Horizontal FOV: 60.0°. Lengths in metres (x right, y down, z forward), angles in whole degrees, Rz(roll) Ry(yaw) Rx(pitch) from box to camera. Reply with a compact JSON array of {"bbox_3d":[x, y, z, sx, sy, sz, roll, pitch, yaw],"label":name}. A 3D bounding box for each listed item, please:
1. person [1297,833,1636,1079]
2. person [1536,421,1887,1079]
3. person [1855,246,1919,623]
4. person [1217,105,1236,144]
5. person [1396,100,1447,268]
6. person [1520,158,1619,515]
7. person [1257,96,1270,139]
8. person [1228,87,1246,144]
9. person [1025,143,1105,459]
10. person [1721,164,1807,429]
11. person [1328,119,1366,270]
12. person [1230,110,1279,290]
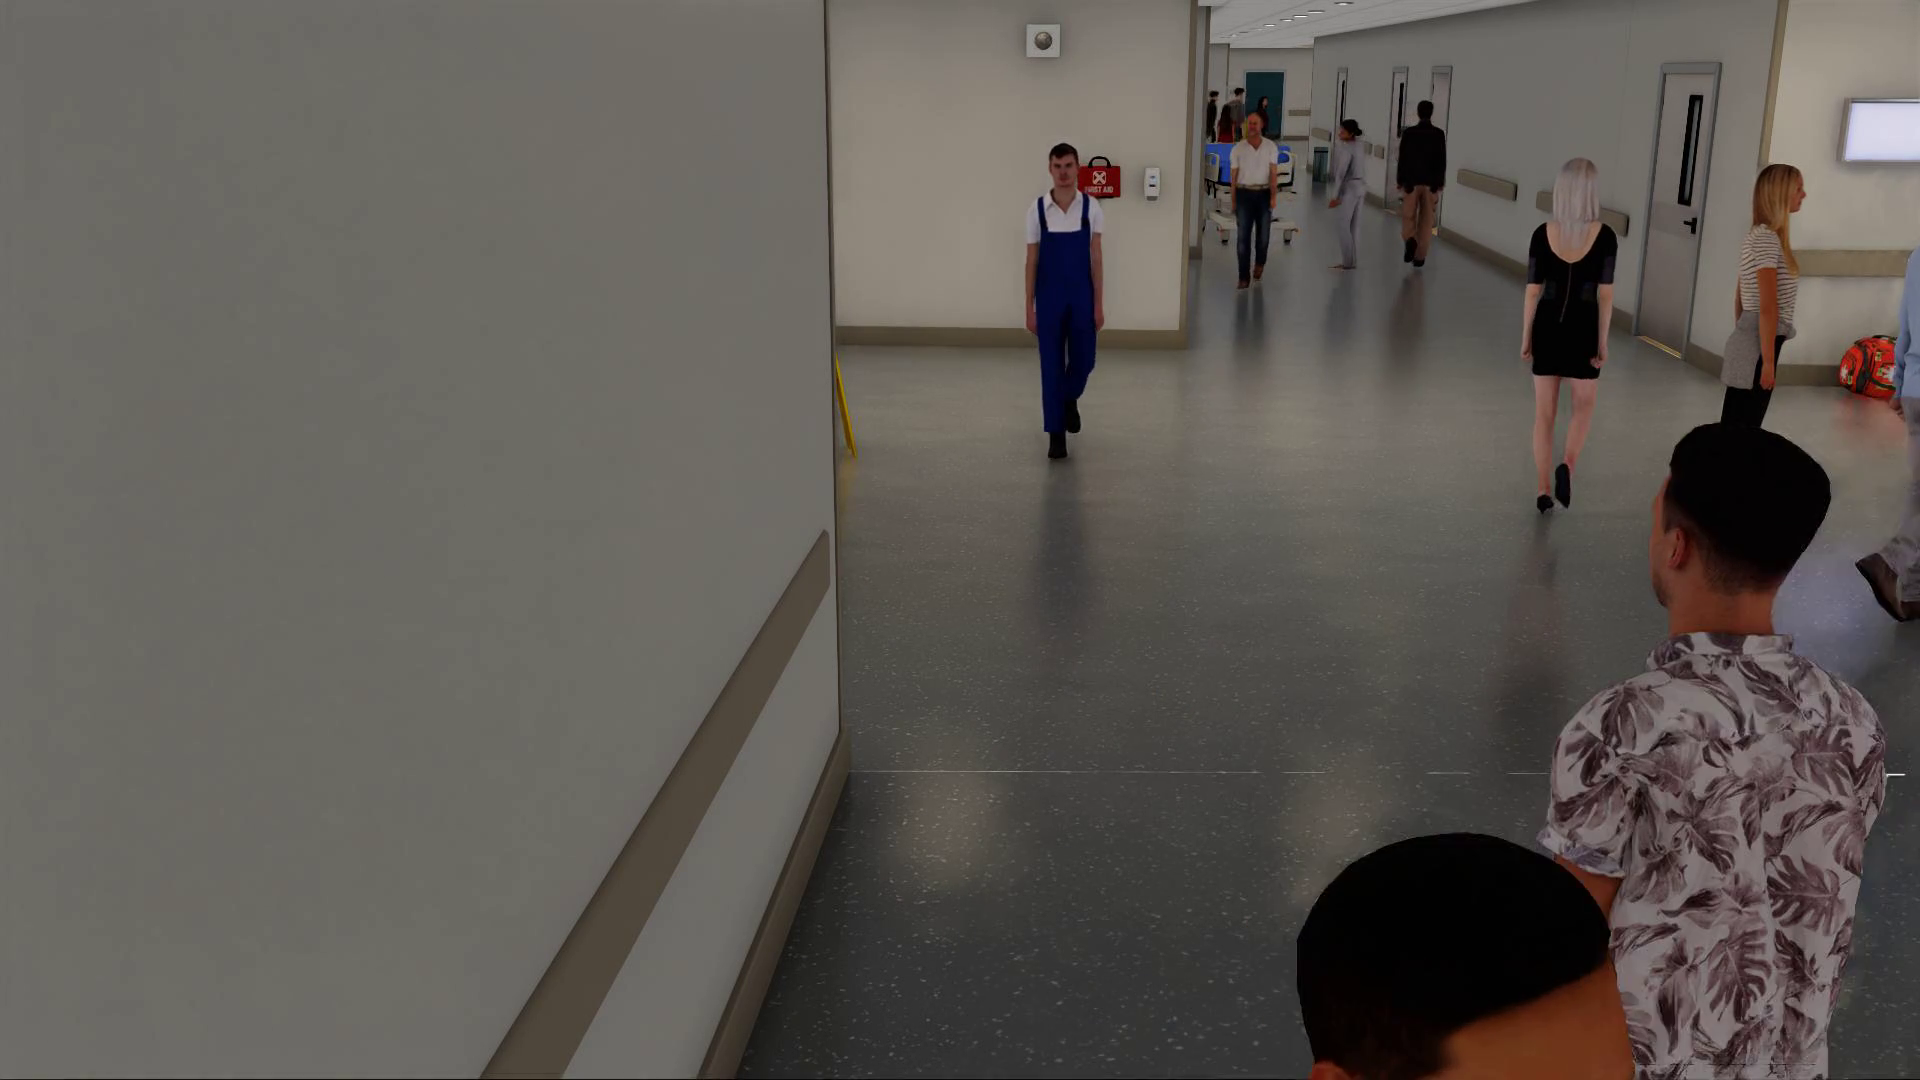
[{"bbox_3d":[0.245,1.011,1.371,0.907,1.789,0.952,-6,17,-19],"label":"person"},{"bbox_3d":[0.994,0.769,2.218,0.724,1.796,0.856,-5,16,-16],"label":"person"},{"bbox_3d":[3.944,-0.546,6.728,1.045,1.879,0.897,-5,17,-18],"label":"person"},{"bbox_3d":[5.659,-8.475,35.440,0.568,1.553,0.628,3,16,12],"label":"person"},{"bbox_3d":[5.333,-4.115,19.337,0.927,1.906,0.864,5,16,17],"label":"person"},{"bbox_3d":[3.041,-0.980,8.382,0.839,1.816,0.788,6,17,22],"label":"person"},{"bbox_3d":[7.296,-9.914,40.371,0.617,1.654,0.646,6,17,22],"label":"person"},{"bbox_3d":[6.161,-9.284,37.736,1.040,1.871,0.969,-11,19,-35],"label":"person"},{"bbox_3d":[0.624,-1.439,9.975,0.833,1.836,0.746,0,16,-1],"label":"person"},{"bbox_3d":[3.805,-0.879,8.007,0.570,1.825,0.640,4,16,13],"label":"person"},{"bbox_3d":[4.564,-4.023,19.361,0.837,1.717,0.830,-11,19,-34],"label":"person"},{"bbox_3d":[3.153,-3.634,17.760,1.099,1.835,0.858,4,16,15],"label":"person"}]
